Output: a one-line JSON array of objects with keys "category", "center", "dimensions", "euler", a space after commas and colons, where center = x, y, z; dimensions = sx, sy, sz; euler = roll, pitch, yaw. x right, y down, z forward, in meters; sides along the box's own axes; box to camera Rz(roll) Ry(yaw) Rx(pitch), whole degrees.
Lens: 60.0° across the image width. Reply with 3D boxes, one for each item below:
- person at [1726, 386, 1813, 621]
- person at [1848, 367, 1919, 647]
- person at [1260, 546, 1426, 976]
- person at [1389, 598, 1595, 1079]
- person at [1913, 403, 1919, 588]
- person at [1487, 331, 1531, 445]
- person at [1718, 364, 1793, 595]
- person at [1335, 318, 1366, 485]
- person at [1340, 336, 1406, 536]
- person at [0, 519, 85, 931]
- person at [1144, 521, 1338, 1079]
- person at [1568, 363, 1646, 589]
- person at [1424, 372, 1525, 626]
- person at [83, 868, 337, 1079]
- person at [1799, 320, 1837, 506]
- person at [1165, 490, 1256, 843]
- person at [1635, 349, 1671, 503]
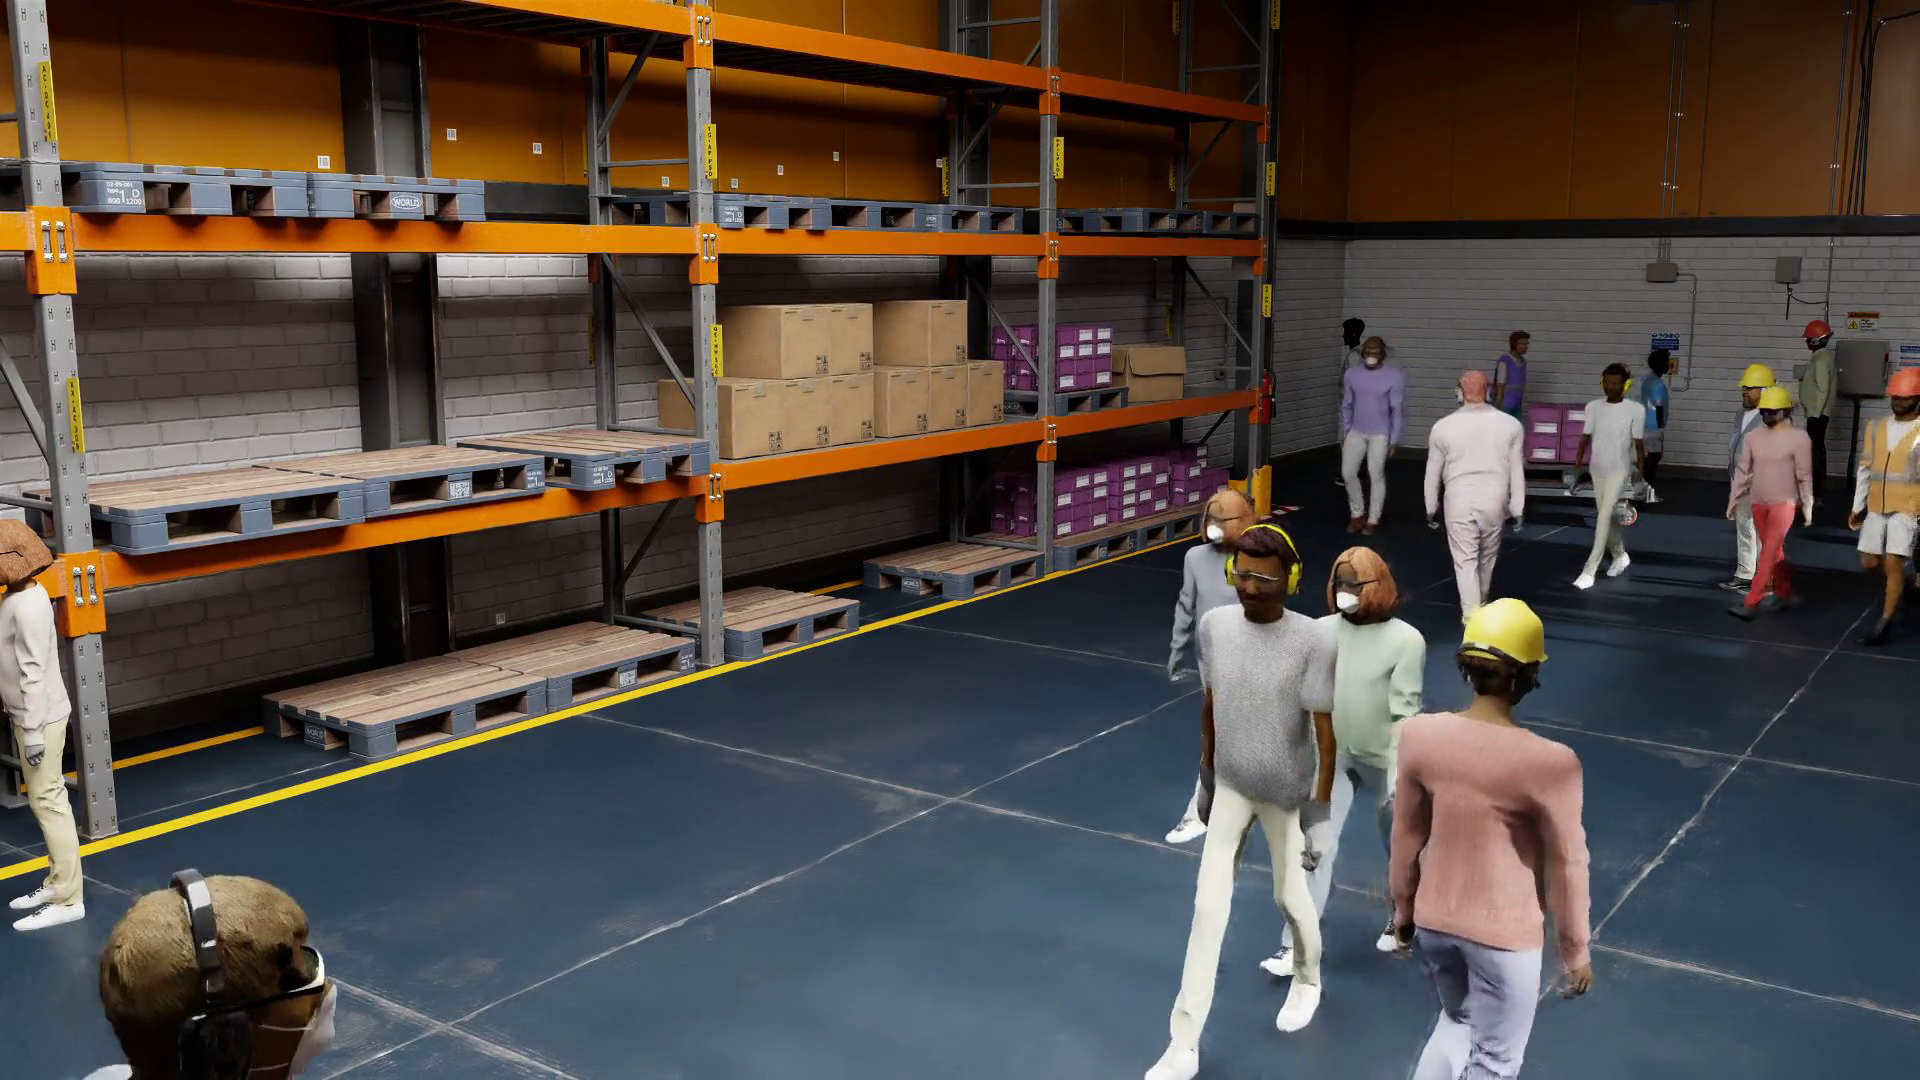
[{"category": "person", "center": [5.938, -0.271, 12.221], "dimensions": [0.930, 1.714, 0.550], "euler": [-6, 11, -30]}, {"category": "person", "center": [6.444, -0.232, 11.378], "dimensions": [0.657, 1.922, 0.559], "euler": [-5, 11, -27]}, {"category": "person", "center": [1.466, 0.813, 6.142], "dimensions": [0.501, 1.586, 0.859], "euler": [8, 13, 41]}, {"category": "person", "center": [1.399, 1.023, 4.416], "dimensions": [0.382, 1.752, 0.533], "euler": [-7, 12, -35]}, {"category": "person", "center": [7.743, -0.588, 13.141], "dimensions": [0.693, 2.000, 0.745], "euler": [7, 12, 36]}, {"category": "person", "center": [6.387, -1.515, 19.359], "dimensions": [0.448, 1.817, 0.587], "euler": [9, 13, 42]}, {"category": "person", "center": [6.265, -0.473, 13.124], "dimensions": [0.405, 1.824, 0.585], "euler": [-2, 10, -9]}, {"category": "person", "center": [4.616, -1.616, 19.484], "dimensions": [0.370, 1.966, 0.608], "euler": [4, 10, 23]}, {"category": "person", "center": [3.898, -0.982, 15.853], "dimensions": [0.651, 1.916, 0.503], "euler": [7, 12, 36]}, {"category": "person", "center": [-3.673, 0.721, 6.584], "dimensions": [0.277, 1.629, 0.496], "euler": [-6, 11, -32]}, {"category": "person", "center": [0.977, 0.826, 5.436], "dimensions": [0.552, 1.807, 0.991], "euler": [6, 11, 34]}, {"category": "person", "center": [5.299, -0.547, 13.577], "dimensions": [0.991, 1.824, 0.541], "euler": [-9, 13, -42]}, {"category": "person", "center": [3.575, -0.241, 11.638], "dimensions": [0.656, 1.846, 1.011], "euler": [1, 10, 5]}, {"category": "person", "center": [-0.845, 1.325, 2.086], "dimensions": [0.677, 1.917, 0.659], "euler": [-8, 12, -39]}, {"category": "person", "center": [9.202, -1.364, 17.908], "dimensions": [0.392, 1.991, 0.612], "euler": [5, 11, 27]}, {"category": "person", "center": [1.251, 0.545, 7.723], "dimensions": [0.850, 1.597, 0.505], "euler": [-8, 13, -40]}, {"category": "person", "center": [7.487, -1.231, 18.054], "dimensions": [0.416, 1.686, 0.539], "euler": [2, 10, 13]}]
